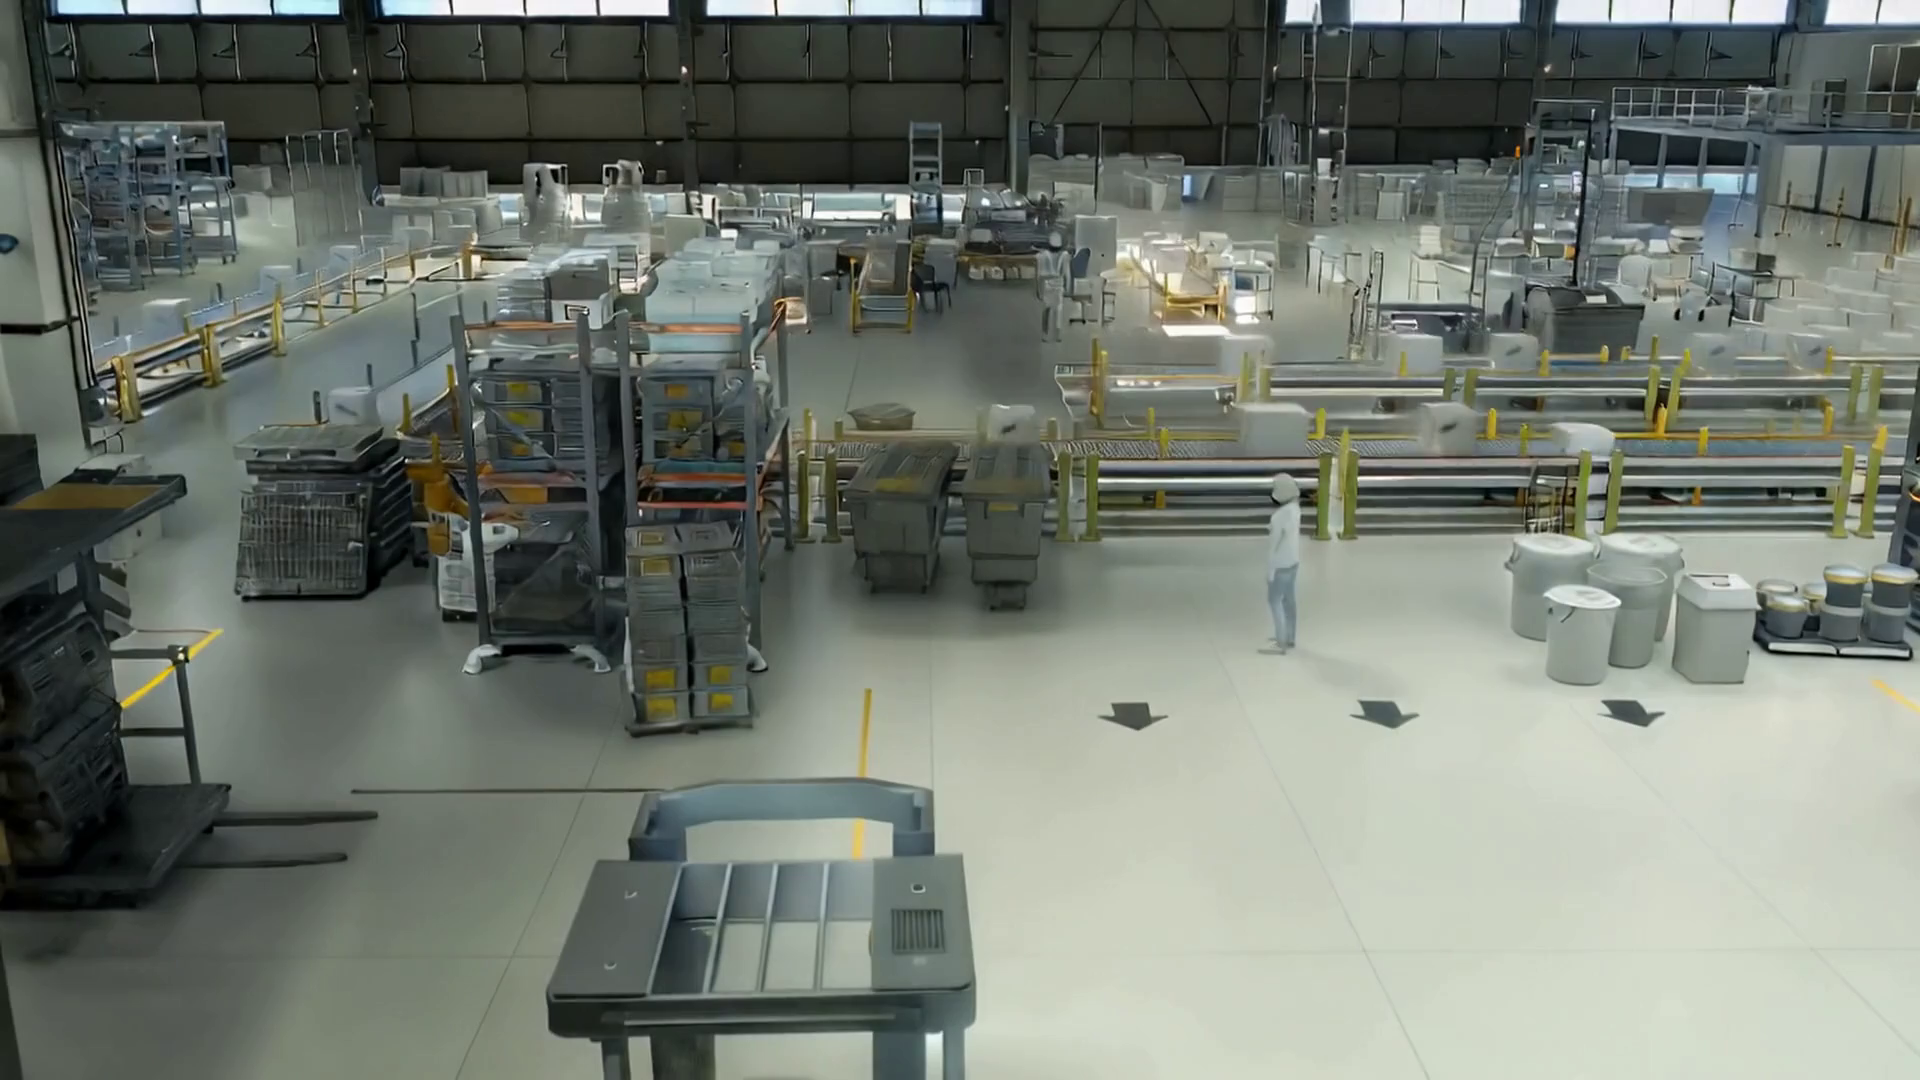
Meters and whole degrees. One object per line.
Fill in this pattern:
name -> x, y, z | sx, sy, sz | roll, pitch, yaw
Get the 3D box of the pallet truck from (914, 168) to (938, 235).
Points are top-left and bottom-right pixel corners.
pallet truck -> -0.989, -10.316, 50.507 | 0.823, 1.965, 1.885 | 1, 16, 3

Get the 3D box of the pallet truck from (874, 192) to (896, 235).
pallet truck -> -2.277, -9.986, 50.594 | 0.653, 1.274, 1.630 | 0, 16, -1

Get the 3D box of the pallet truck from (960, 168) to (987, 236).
pallet truck -> 0.383, -10.230, 50.206 | 0.823, 1.965, 1.885 | -1, 16, -3

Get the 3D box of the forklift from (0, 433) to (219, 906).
forklift -> -5.952, 0.780, 10.366 | 1.873, 2.768, 1.129 | 0, 16, -1

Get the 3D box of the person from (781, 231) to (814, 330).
person -> -3.197, -5.063, 32.434 | 0.676, 1.893, 0.444 | 4, 17, 13

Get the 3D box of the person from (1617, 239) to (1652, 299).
person -> 12.861, -4.827, 31.764 | 0.600, 1.816, 0.629 | 4, 17, 15

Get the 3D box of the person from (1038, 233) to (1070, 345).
person -> 1.733, -4.605, 30.572 | 0.605, 2.045, 0.377 | -3, 16, -12

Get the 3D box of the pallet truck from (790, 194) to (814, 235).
pallet truck -> -4.814, -9.883, 50.259 | 0.704, 1.261, 1.522 | -1, 16, -3

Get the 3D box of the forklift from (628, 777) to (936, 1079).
forklift -> -0.542, 2.165, 5.552 | 1.129, 2.768, 1.873 | -1, 16, -2

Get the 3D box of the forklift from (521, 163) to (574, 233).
forklift -> -12.233, -10.122, 49.298 | 1.157, 1.987, 2.680 | 0, 16, -1

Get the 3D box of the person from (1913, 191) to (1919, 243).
person -> 27.728, -9.440, 47.743 | 0.504, 1.840, 0.345 | 0, 16, -1

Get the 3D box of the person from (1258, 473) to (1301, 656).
person -> 2.829, 0.210, 14.592 | 0.287, 1.626, 0.497 | 10, 19, 31

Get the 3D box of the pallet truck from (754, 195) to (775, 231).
pallet truck -> -6.051, -9.967, 50.660 | 0.680, 1.201, 1.601 | 0, 16, -1

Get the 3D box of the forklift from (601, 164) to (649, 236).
forklift -> -9.948, -10.127, 49.296 | 1.157, 1.987, 2.680 | -1, 16, -3
